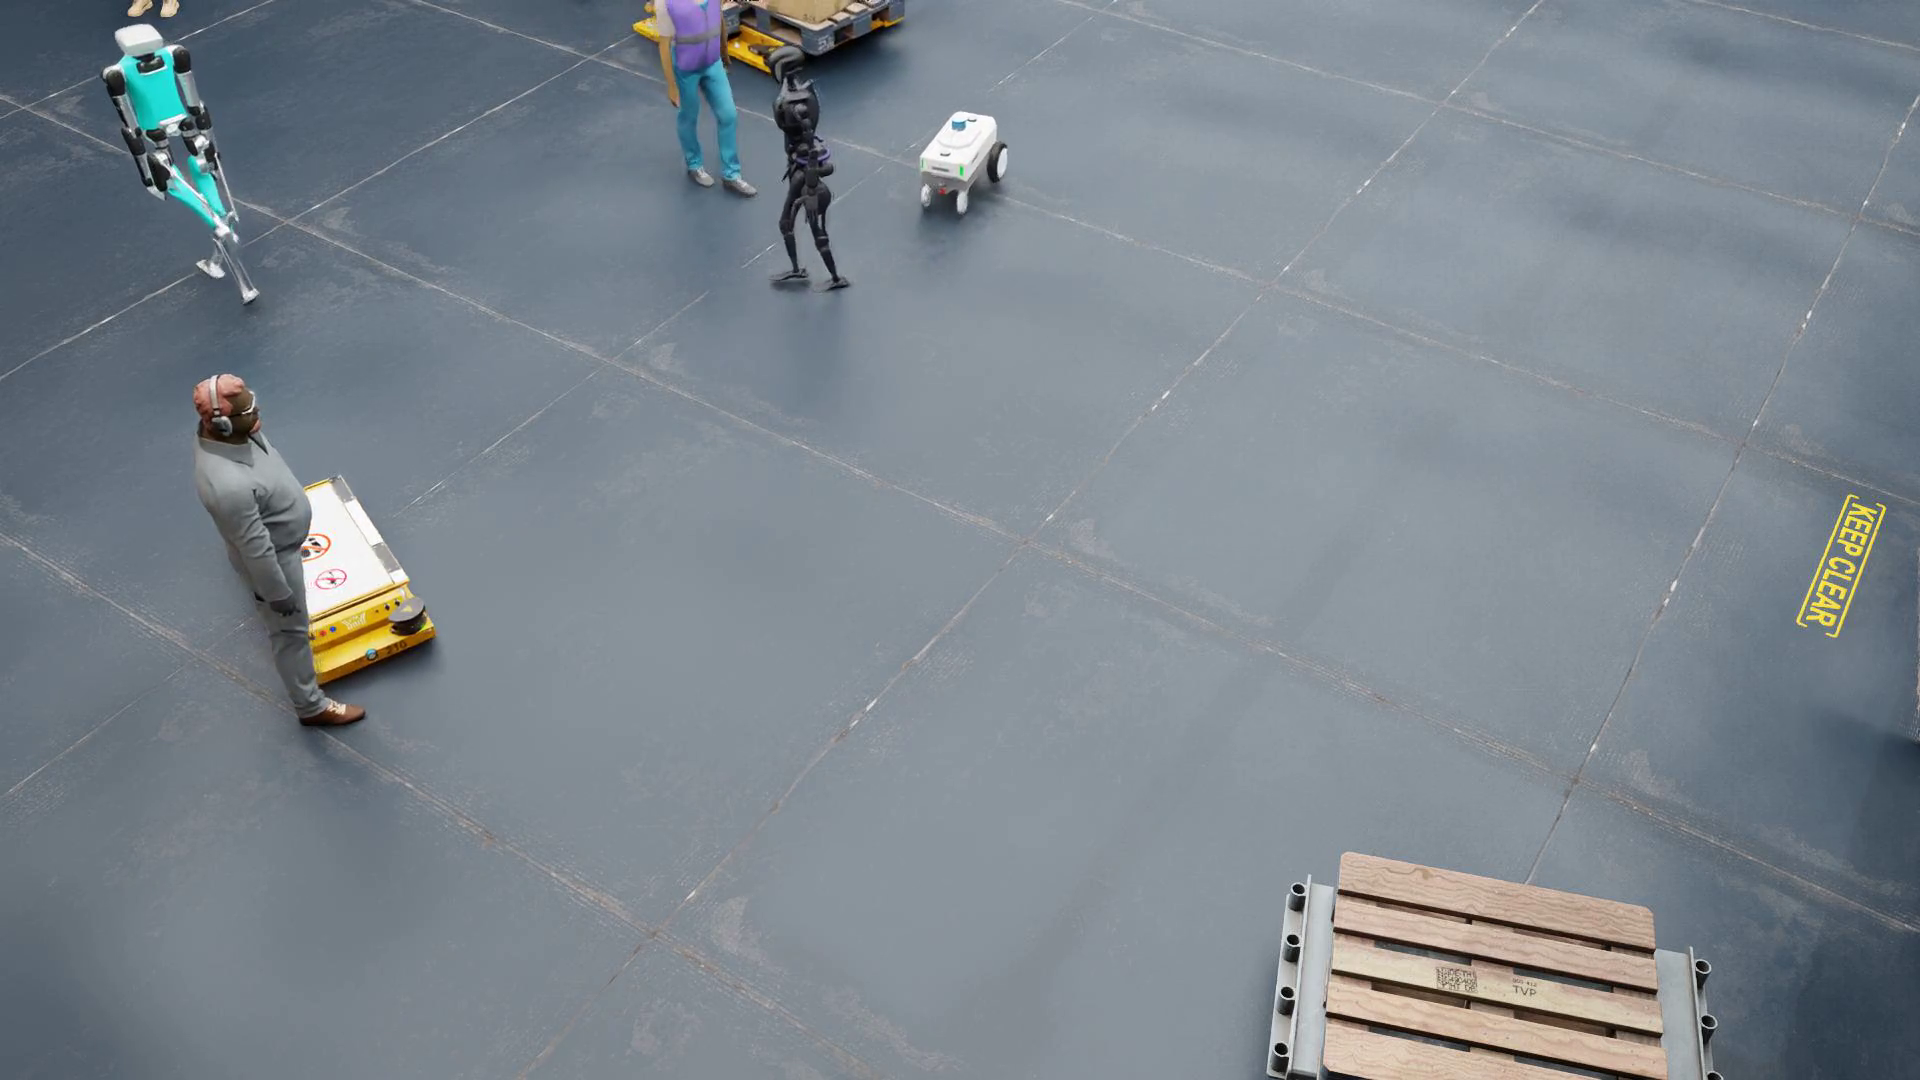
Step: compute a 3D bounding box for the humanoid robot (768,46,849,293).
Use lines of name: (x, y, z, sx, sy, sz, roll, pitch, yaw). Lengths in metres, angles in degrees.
humanoid robot: (-0.976, -2.252, 10.247, 0.390, 1.647, 0.610, -13, 43, -14)

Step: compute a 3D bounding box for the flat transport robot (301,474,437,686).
flat transport robot: (-3.302, 0.160, 8.600, 0.659, 0.231, 1.431, -25, 47, -25)

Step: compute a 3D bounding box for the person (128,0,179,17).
person: (-6.718, -5.072, 13.345, 0.473, 1.747, 0.320, 2, 42, 3)

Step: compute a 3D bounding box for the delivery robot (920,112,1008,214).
delivery robot: (-0.005, -2.670, 11.543, 0.499, 0.582, 0.773, 14, 44, 15)

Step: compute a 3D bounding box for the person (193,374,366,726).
person: (-3.082, 0.046, 7.500, 0.403, 1.907, 0.644, -15, 44, -16)

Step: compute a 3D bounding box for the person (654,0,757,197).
person: (-1.705, -3.138, 11.130, 0.756, 1.803, 0.621, 32, 51, 31)

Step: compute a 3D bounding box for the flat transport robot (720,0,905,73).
flat transport robot: (-1.189, -4.150, 13.423, 0.659, 0.231, 1.431, 31, 50, 30)

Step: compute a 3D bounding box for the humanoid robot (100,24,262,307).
humanoid robot: (-4.634, -2.214, 10.192, 1.018, 1.786, 0.531, 30, 50, 29)

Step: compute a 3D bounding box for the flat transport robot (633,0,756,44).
flat transport robot: (-1.922, -4.378, 13.678, 0.659, 0.231, 1.431, 34, 52, 32)
